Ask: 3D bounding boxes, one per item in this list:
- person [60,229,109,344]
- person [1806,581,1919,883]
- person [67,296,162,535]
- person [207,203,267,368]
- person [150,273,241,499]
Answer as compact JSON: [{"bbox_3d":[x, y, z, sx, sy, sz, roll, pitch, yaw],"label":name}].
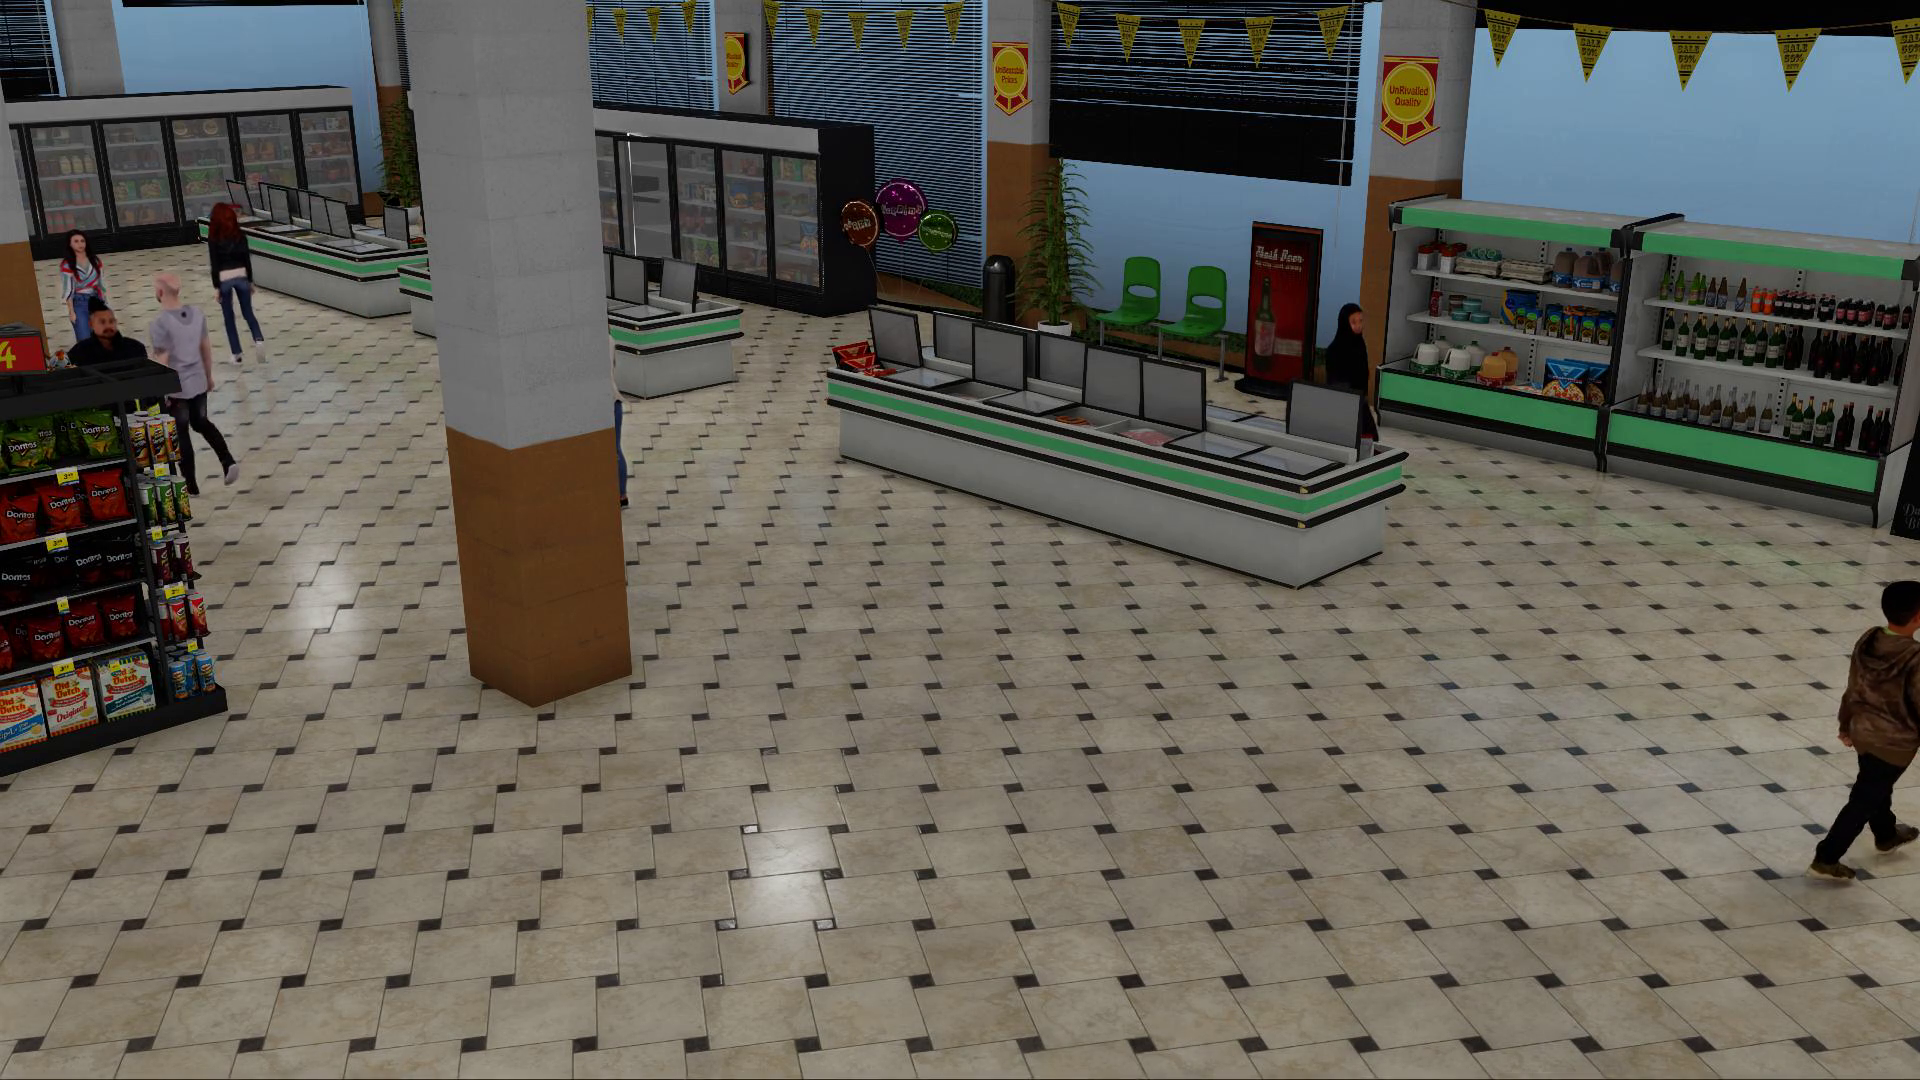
[{"bbox_3d":[-8.965,-2.385,17.094,0.522,1.611,0.609,15,24,38],"label":"person"},{"bbox_3d":[4.171,0.911,7.611,0.928,1.424,0.991,-6,19,-16],"label":"person"},{"bbox_3d":[-6.230,-0.873,12.245,0.762,1.845,0.788,-18,25,-42],"label":"person"},{"bbox_3d":[-7.708,-2.679,17.716,0.624,1.770,1.066,-15,24,-38],"label":"person"},{"bbox_3d":[-6.138,-1.218,13.295,0.970,1.827,0.844,9,20,24],"label":"person"}]
